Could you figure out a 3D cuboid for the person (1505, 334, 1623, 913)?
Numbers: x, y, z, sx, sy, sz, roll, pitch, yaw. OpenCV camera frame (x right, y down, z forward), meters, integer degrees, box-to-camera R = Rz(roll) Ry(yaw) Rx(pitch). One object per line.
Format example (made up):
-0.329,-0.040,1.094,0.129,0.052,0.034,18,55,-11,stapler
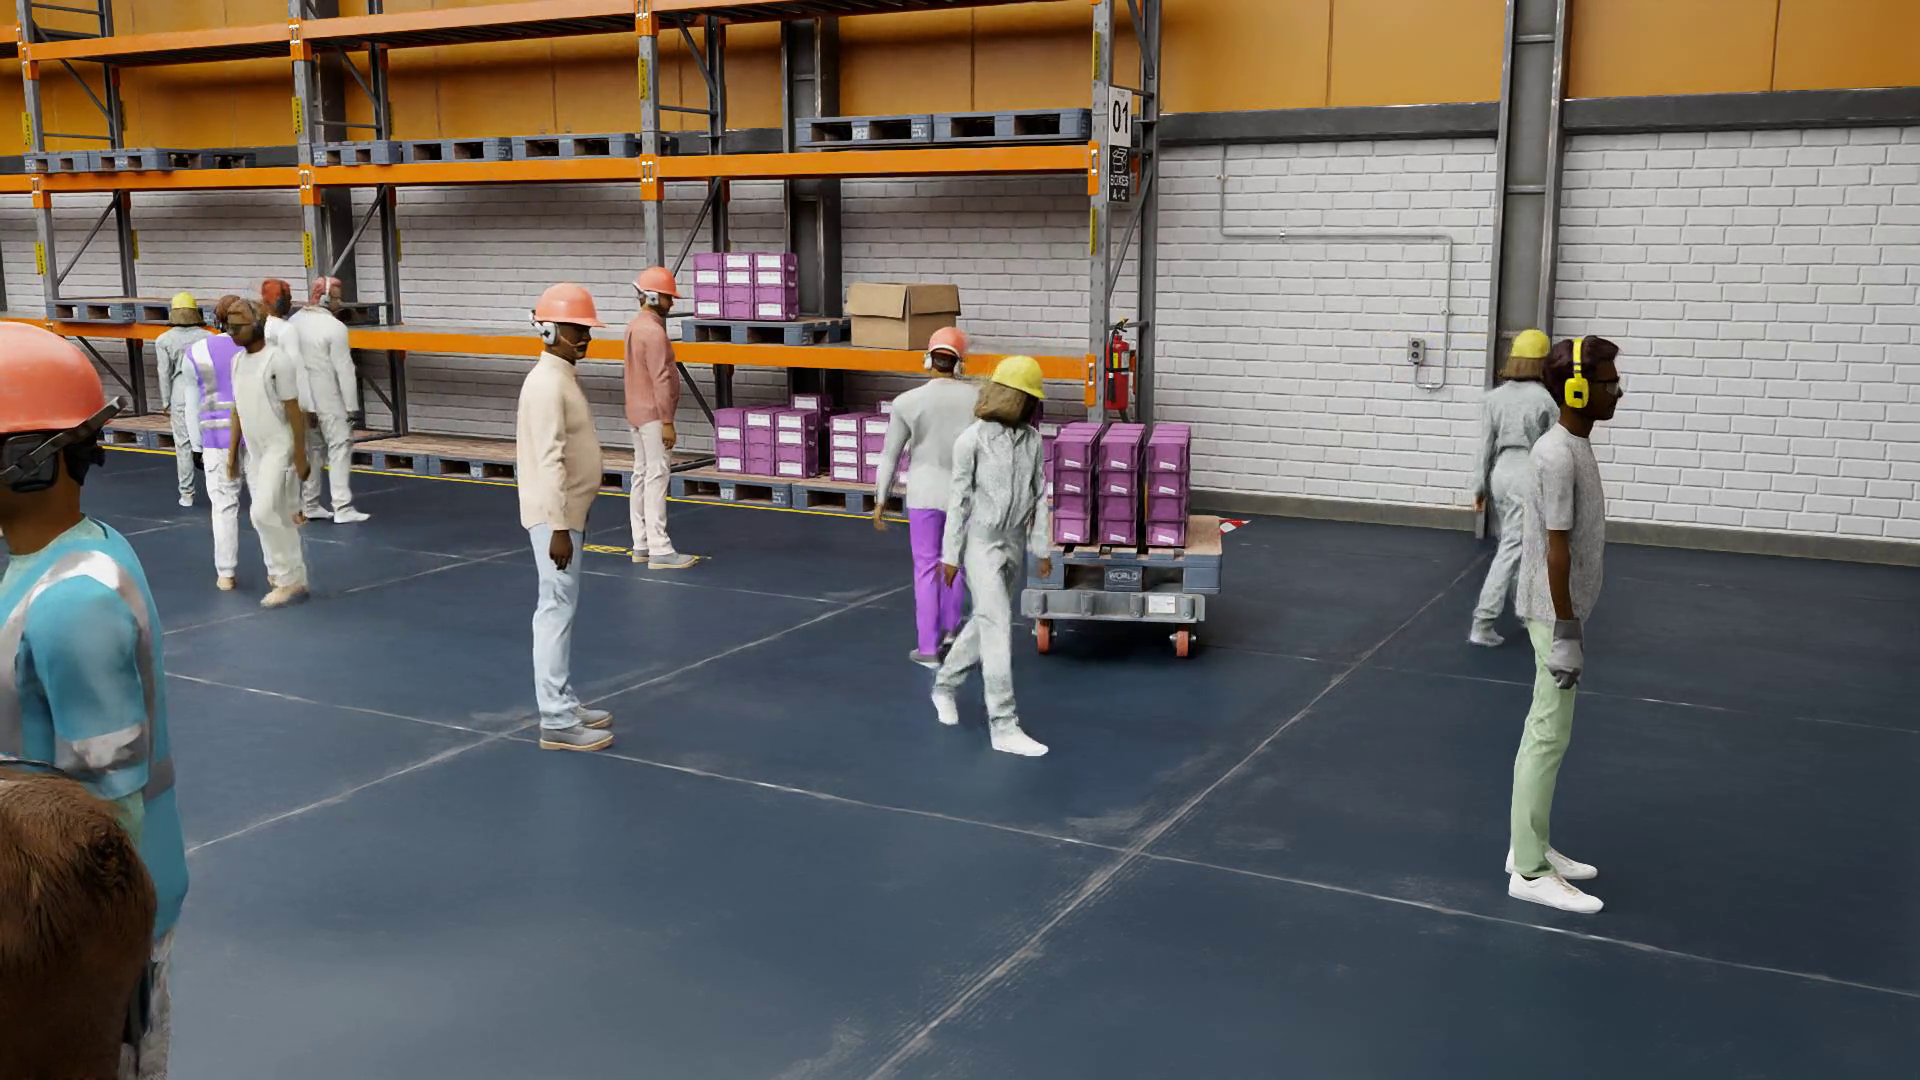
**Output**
1.996,0.267,5.467,0.328,1.876,0.513,3,11,18,person

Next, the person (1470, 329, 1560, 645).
3.053,-0.292,9.027,0.923,1.690,0.493,-8,13,-37,person

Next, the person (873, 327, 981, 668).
-0.120,-0.222,8.536,0.673,1.720,0.478,-3,11,-15,person

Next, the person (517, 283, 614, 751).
-1.699,-0.103,7.171,0.392,1.991,0.612,-2,10,-9,person

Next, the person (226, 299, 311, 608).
-4.120,-0.503,9.811,0.512,1.821,0.559,7,13,35,person

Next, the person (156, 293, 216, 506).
-6.262,-1.144,13.582,0.483,1.736,0.312,-5,11,-25,person

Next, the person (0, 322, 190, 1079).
-1.562,0.646,2.926,0.375,2.044,0.604,-6,12,-30,person

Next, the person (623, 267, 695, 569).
-2.019,-0.806,11.046,0.393,1.985,0.610,-6,12,-29,person

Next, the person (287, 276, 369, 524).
-4.839,-1.060,12.708,0.659,1.891,0.398,6,12,30,person

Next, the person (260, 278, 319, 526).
-5.113,-1.036,12.607,0.606,1.884,0.448,7,13,35,person

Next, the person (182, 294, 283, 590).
-4.479,-0.604,10.373,0.619,1.836,0.431,-6,12,-28,person

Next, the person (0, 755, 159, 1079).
-0.623,1.055,1.251,0.344,1.841,0.517,4,11,21,person

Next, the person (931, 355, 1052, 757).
0.122,0.031,7.268,0.512,1.688,0.824,-10,14,-44,person
